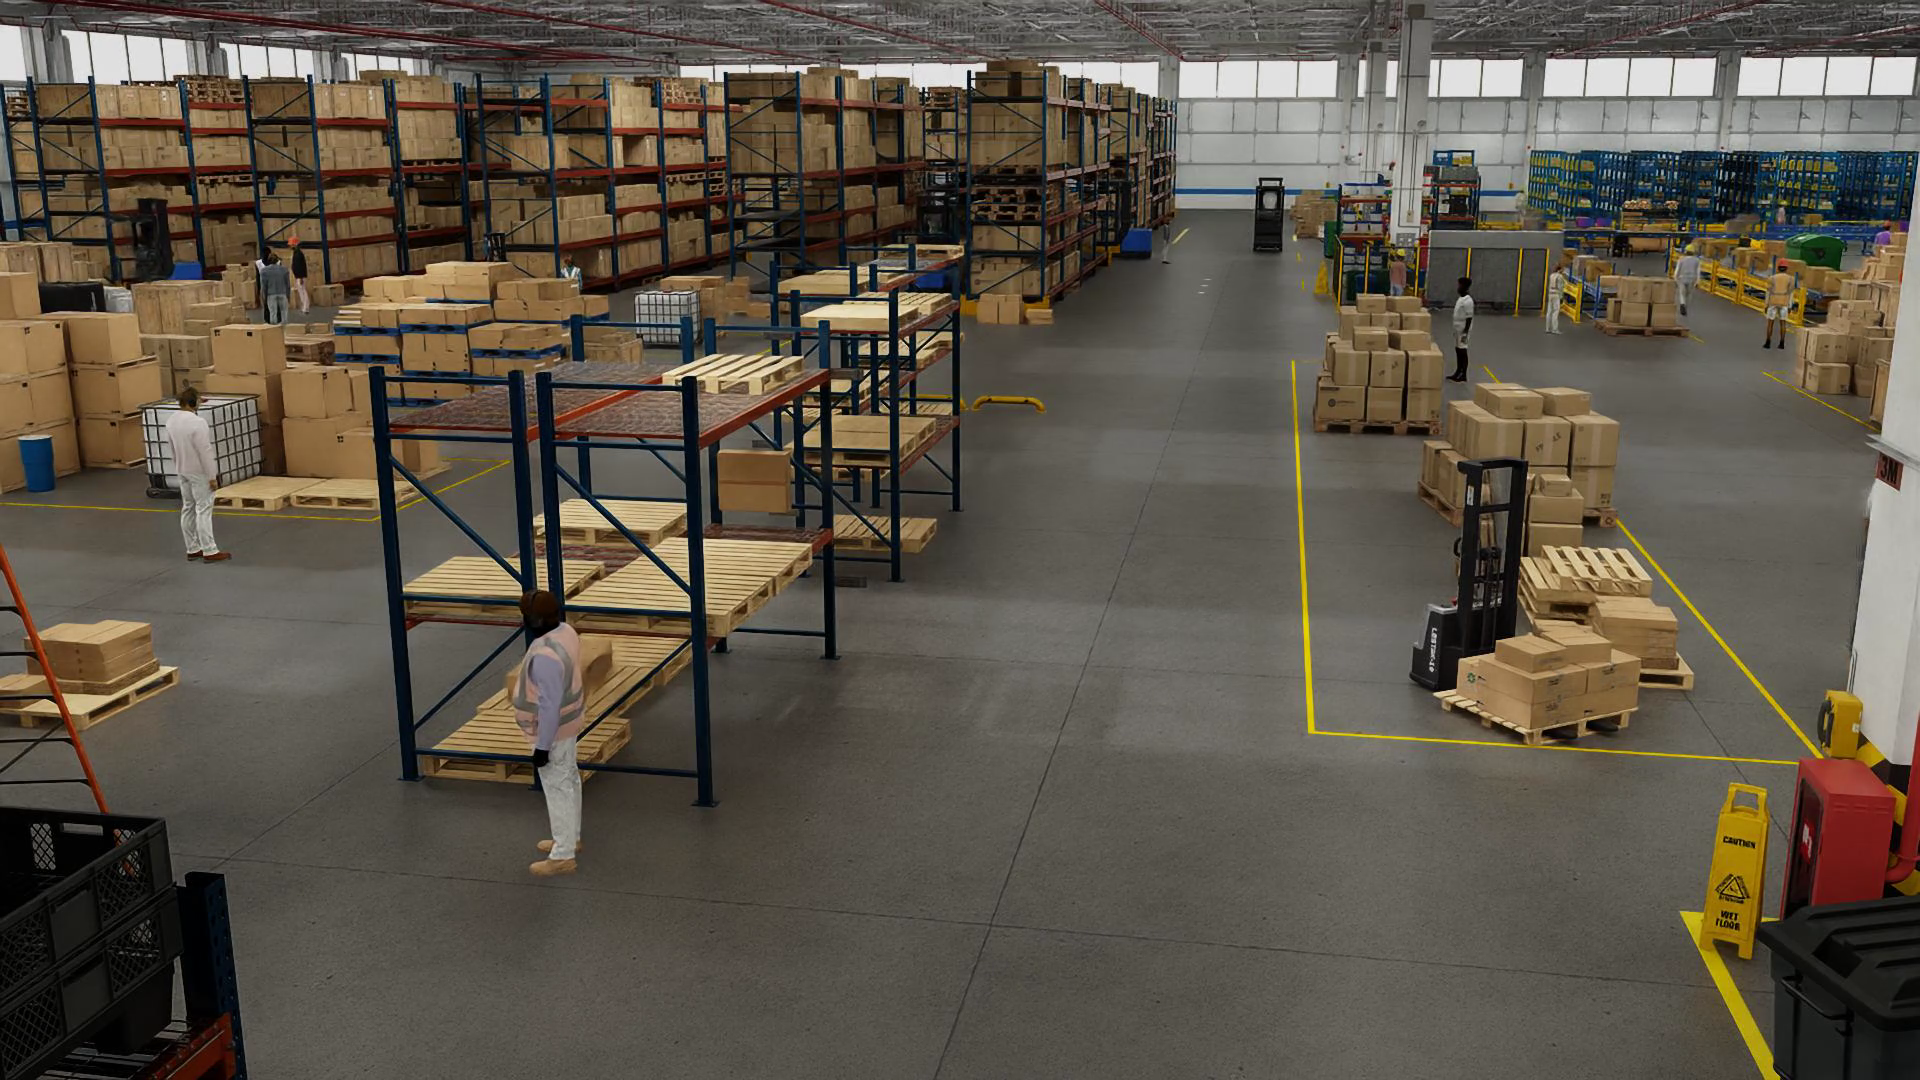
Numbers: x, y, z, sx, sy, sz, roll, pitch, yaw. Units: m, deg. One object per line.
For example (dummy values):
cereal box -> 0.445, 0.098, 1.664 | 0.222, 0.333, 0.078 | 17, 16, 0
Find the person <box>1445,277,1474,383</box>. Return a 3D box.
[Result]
person -> 9.332, -3.911, 30.960 | 0.361, 1.965, 0.613 | 0, 14, 0

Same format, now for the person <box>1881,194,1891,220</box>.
person -> 43.913, -15.624, 78.809 | 0.573, 1.824, 0.561 | 4, 14, 16

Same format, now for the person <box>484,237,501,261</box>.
person -> -14.154, -8.640, 50.450 | 0.619, 1.835, 0.430 | -13, 19, -43

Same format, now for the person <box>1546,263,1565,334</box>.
person -> 13.762, -5.580, 38.416 | 0.312, 1.638, 0.512 | -3, 14, -12

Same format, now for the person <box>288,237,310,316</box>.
person -> -16.770, -6.691, 42.196 | 0.397, 1.992, 0.617 | -8, 16, -29

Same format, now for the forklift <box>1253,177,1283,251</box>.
forklift -> 12.083, -12.747, 64.956 | 1.129, 2.768, 1.873 | 3, 14, 10

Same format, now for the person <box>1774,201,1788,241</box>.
person -> 34.342, -13.287, 69.468 | 0.387, 1.750, 0.540 | 2, 14, 9

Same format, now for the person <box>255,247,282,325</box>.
person -> -16.454, -6.030, 39.668 | 0.597, 1.915, 0.371 | -3, 14, -14

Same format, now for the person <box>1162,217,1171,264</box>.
person -> 7.293, -10.579, 58.718 | 0.272, 1.632, 0.507 | 0, 14, 0

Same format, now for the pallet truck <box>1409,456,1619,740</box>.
pallet truck -> 4.504, 0.400, 13.395 | 0.823, 1.965, 1.885 | -6, 15, -23

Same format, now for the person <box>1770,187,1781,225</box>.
person -> 40.657, -16.715, 82.890 | 0.375, 1.996, 0.611 | 5, 15, 19

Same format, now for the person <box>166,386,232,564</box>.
person -> -8.274, -0.708, 18.018 | 0.631, 1.940, 0.372 | 8, 16, 29

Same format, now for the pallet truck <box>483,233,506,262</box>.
pallet truck -> -11.832, -7.026, 43.548 | 1.885, 1.965, 0.823 | 8, 16, 28

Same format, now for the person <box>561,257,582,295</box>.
person -> -9.402, -6.036, 40.283 | 0.523, 1.631, 0.316 | 0, 14, 1

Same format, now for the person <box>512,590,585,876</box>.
person -> -2.586, 1.199, 10.487 | 0.430, 1.838, 0.620 | -1, 14, -2

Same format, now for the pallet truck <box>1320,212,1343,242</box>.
pallet truck -> 15.874, -13.227, 70.310 | 0.680, 1.201, 1.601 | 10, 17, 35

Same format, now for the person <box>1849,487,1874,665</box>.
person -> 8.221, 0.111, 14.481 | 1.022, 2.000, 0.680 | -12, 18, -40

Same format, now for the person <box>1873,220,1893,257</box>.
person -> 28.326, -8.827, 51.001 | 0.570, 1.924, 0.421 | 6, 15, 25

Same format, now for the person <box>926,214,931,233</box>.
person -> -1.234, -11.096, 60.855 | 0.356, 1.620, 0.501 | 4, 14, 17

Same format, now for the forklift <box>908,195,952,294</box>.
forklift -> -0.775, -8.327, 47.010 | 1.129, 2.768, 1.873 | 3, 14, 10

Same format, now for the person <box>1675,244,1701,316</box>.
person -> 18.384, -6.564, 42.052 | 0.599, 1.815, 0.501 | 2, 14, 9

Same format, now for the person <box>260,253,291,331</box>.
person -> -15.418, -5.508, 37.530 | 0.632, 1.931, 0.369 | -10, 17, -36

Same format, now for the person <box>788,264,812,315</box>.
person -> -3.647, -5.387, 37.571 | 0.550, 1.652, 0.771 | -11, 18, -39

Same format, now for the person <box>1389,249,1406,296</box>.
person -> 10.796, -6.277, 40.979 | 0.319, 1.769, 0.522 | -8, 16, -28

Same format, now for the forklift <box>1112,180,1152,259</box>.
forklift -> 6.082, -11.722, 60.796 | 1.873, 2.768, 1.129 | 2, 14, 9

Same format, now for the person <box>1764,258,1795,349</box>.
person -> 17.629, -5.089, 35.813 | 0.549, 1.933, 0.376 | 5, 15, 18

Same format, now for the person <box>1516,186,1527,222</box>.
person -> 28.749, -17.143, 85.006 | 0.631, 1.806, 0.721 | -1, 14, -6

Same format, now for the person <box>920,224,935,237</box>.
person -> -1.058, -9.372, 53.745 | 0.538, 1.674, 0.707 | 2, 14, 6

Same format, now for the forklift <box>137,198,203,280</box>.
forklift -> -21.632, -7.806, 44.896 | 1.129, 2.768, 1.873 | 9, 17, 33
